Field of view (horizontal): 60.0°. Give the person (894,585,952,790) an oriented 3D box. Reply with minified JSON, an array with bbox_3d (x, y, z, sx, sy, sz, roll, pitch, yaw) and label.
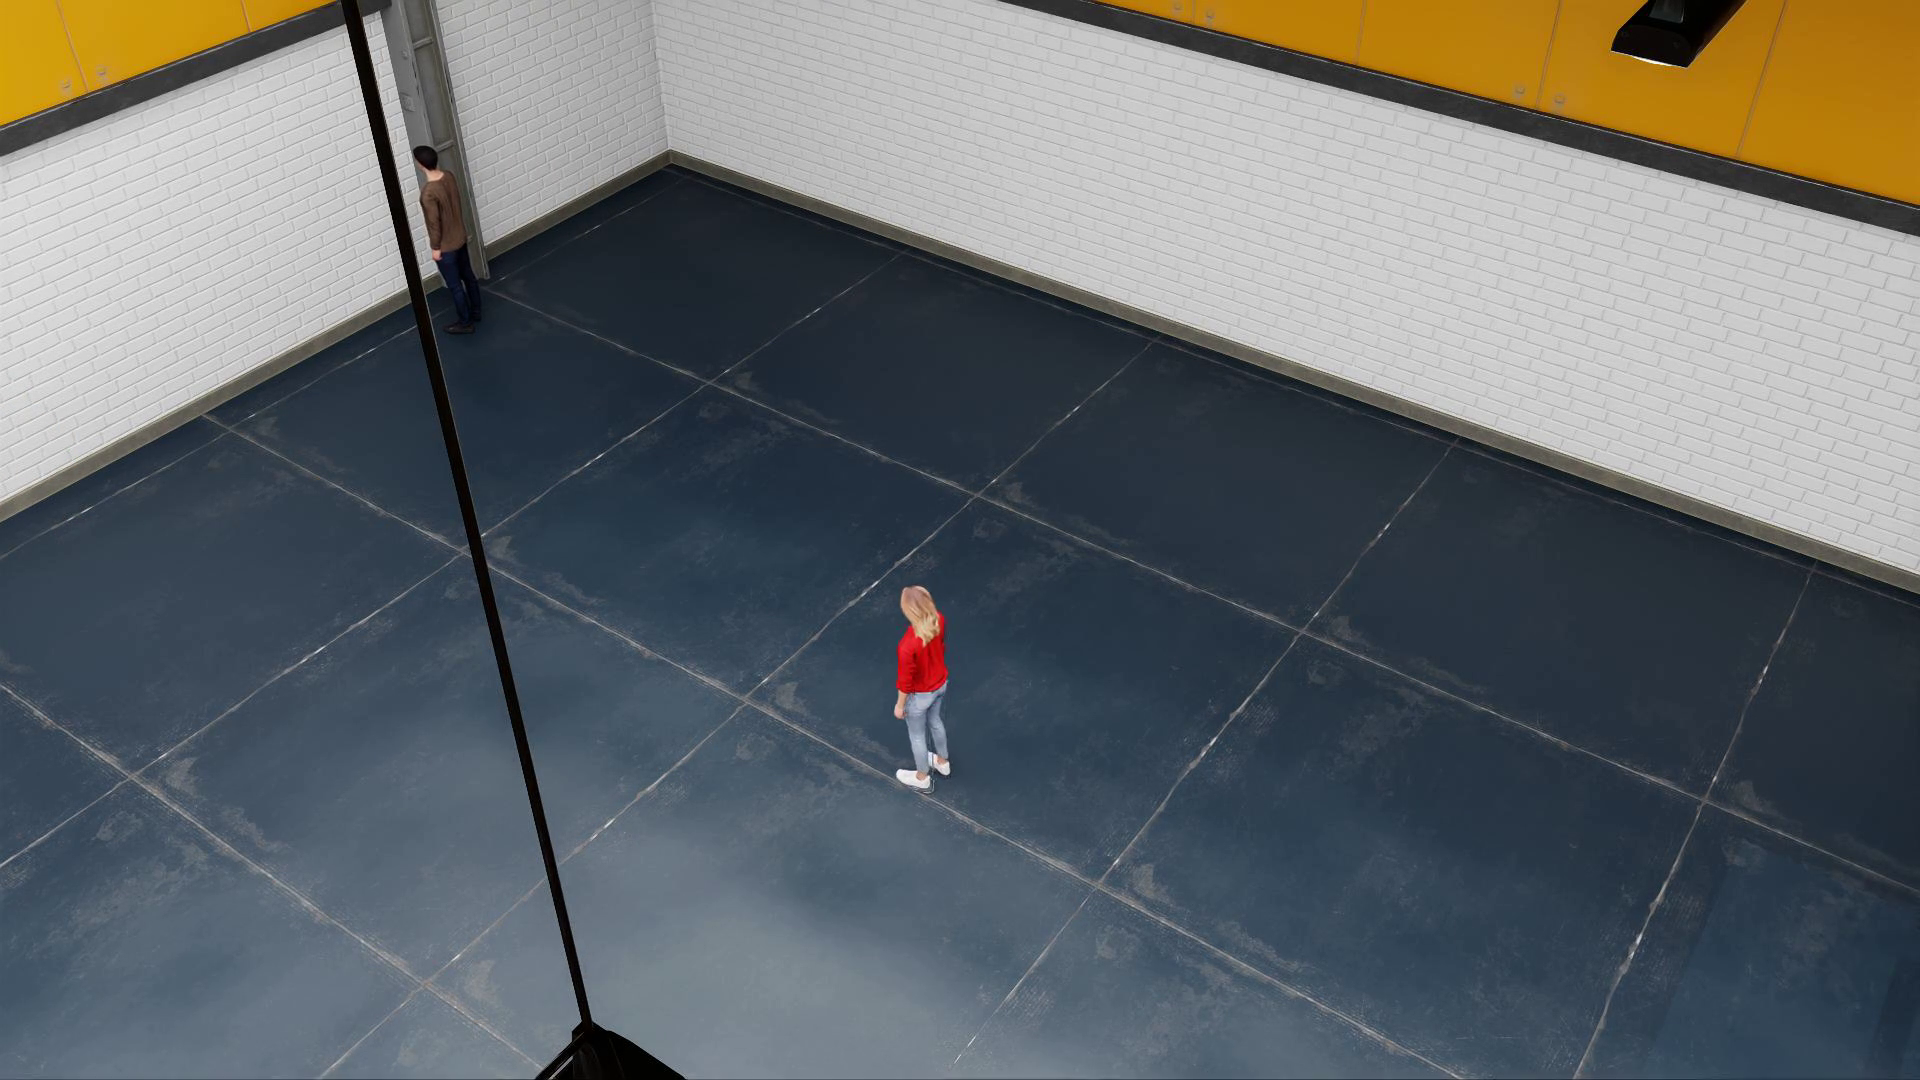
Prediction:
[{"bbox_3d":[-0.227,0.980,10.917,0.689,1.705,0.466,24,44,27],"label":"person"}]

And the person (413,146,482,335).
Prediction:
[{"bbox_3d":[-4.765,-2.807,15.514,0.793,1.886,0.658,8,39,10],"label":"person"}]
